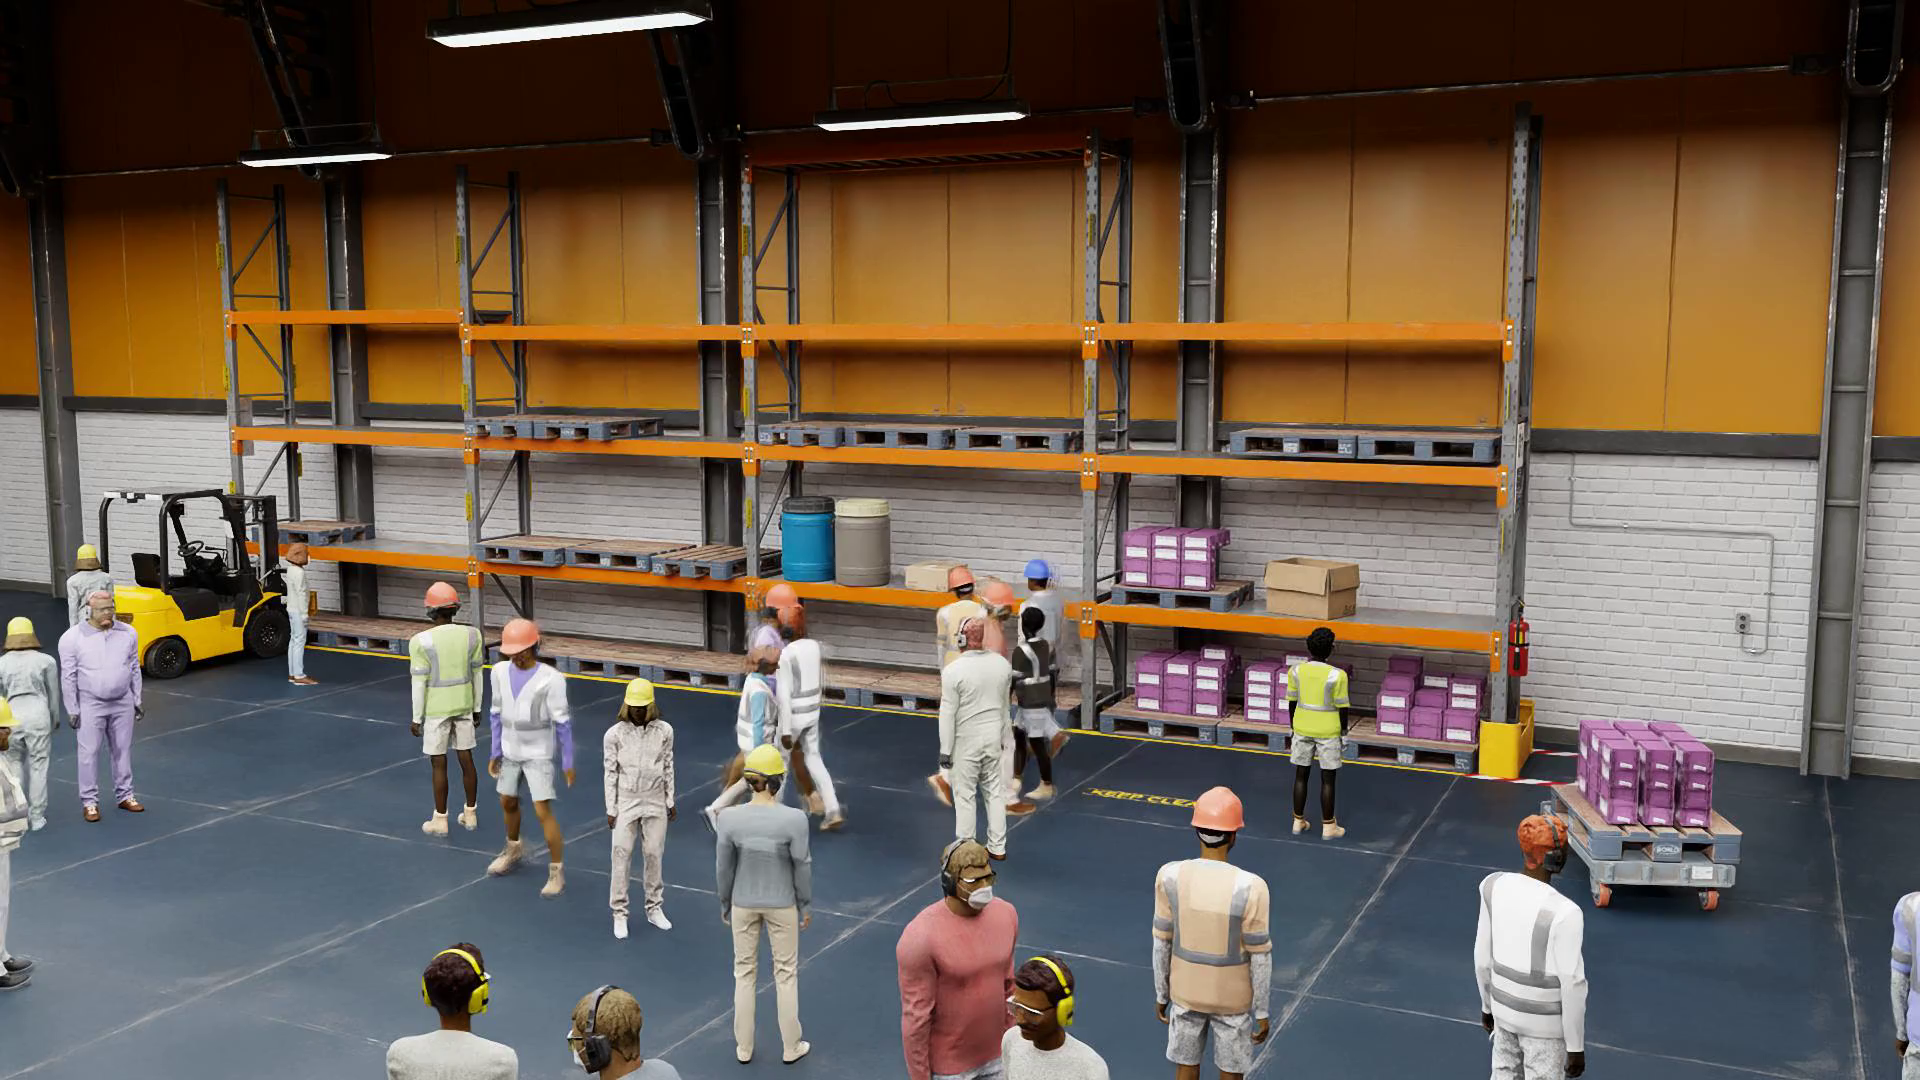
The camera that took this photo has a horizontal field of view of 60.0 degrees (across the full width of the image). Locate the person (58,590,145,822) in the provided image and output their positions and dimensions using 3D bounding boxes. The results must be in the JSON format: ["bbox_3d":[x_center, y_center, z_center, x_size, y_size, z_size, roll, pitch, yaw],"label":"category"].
[{"bbox_3d":[-7.112,1.364,13.845,0.410,1.907,0.643,6,9,39],"label":"person"}]

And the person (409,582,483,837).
[{"bbox_3d":[-4.129,1.351,13.368,0.607,2.048,0.370,-6,9,-43],"label":"person"}]

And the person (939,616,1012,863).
[{"bbox_3d":[0.091,1.522,12.593,0.642,1.899,0.395,-6,9,-40],"label":"person"}]

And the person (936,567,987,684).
[{"bbox_3d":[0.061,1.202,15.198,0.557,1.913,0.458,2,7,17],"label":"person"}]

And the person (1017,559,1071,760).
[{"bbox_3d":[0.793,1.143,15.612,0.630,1.932,0.611,6,9,42],"label":"person"}]

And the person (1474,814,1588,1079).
[{"bbox_3d":[2.559,2.149,7.442,0.341,1.882,0.586,-3,8,-27],"label":"person"}]

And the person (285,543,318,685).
[{"bbox_3d":[-7.628,0.848,19.216,0.266,1.632,0.506,-5,8,-34],"label":"person"}]

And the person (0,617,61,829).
[{"bbox_3d":[-7.635,1.487,13.622,0.492,1.716,0.580,-3,7,-21],"label":"person"}]

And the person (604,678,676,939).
[{"bbox_3d":[-2.128,1.775,11.120,0.489,1.739,0.323,-4,8,-29],"label":"person"}]

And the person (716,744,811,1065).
[{"bbox_3d":[-1.074,2.002,9.155,0.527,1.765,0.329,1,7,6],"label":"person"}]

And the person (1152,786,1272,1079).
[{"bbox_3d":[1.173,2.094,7.688,0.553,1.933,0.370,3,8,25],"label":"person"}]

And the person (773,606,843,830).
[{"bbox_3d":[-1.291,1.437,13.418,0.833,1.855,0.605,5,9,36],"label":"person"}]

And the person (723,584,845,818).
[{"bbox_3d":[-1.536,1.338,13.744,1.092,1.981,0.607,2,7,13],"label":"person"}]

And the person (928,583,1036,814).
[{"bbox_3d":[0.173,1.330,13.897,0.829,1.964,0.648,-2,7,-13],"label":"person"}]

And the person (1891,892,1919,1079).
[{"bbox_3d":[4.301,2.153,7.175,0.348,1.943,0.542,-4,8,-32],"label":"person"}]

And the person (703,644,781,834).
[{"bbox_3d":[-1.669,1.601,13.033,0.628,1.615,0.558,-1,7,-11],"label":"person"}]

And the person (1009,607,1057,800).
[{"bbox_3d":[0.541,1.414,14.403,0.640,1.664,0.516,2,7,19],"label":"person"}]

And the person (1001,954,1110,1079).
[{"bbox_3d":[0.310,2.355,5.845,0.327,1.862,0.511,-6,9,-42],"label":"person"}]

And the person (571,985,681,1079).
[{"bbox_3d":[-1.091,2.382,5.372,0.392,1.928,0.632,2,7,13],"label":"person"}]

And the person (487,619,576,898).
[{"bbox_3d":[-3.146,1.540,12.057,0.828,1.999,0.594,3,8,23],"label":"person"}]

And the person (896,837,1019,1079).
[{"bbox_3d":[0.020,2.183,6.944,0.630,1.940,0.370,-7,10,-44],"label":"person"}]

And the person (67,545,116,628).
[{"bbox_3d":[-9.499,0.918,18.195,0.318,1.741,0.492,6,9,41],"label":"person"}]

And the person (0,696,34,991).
[{"bbox_3d":[-5.924,1.851,10.187,0.403,1.819,0.601,-4,8,-29],"label":"person"}]

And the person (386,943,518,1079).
[{"bbox_3d":[-1.756,2.343,5.889,0.519,1.874,0.331,1,7,8],"label":"person"}]

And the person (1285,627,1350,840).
[{"bbox_3d":[2.863,1.535,13.282,0.541,1.696,0.315,5,9,38],"label":"person"}]

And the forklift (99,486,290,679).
[{"bbox_3d":[-9.426,0.454,20.179,1.214,2.155,2.313,3,8,26],"label":"forklift"}]
